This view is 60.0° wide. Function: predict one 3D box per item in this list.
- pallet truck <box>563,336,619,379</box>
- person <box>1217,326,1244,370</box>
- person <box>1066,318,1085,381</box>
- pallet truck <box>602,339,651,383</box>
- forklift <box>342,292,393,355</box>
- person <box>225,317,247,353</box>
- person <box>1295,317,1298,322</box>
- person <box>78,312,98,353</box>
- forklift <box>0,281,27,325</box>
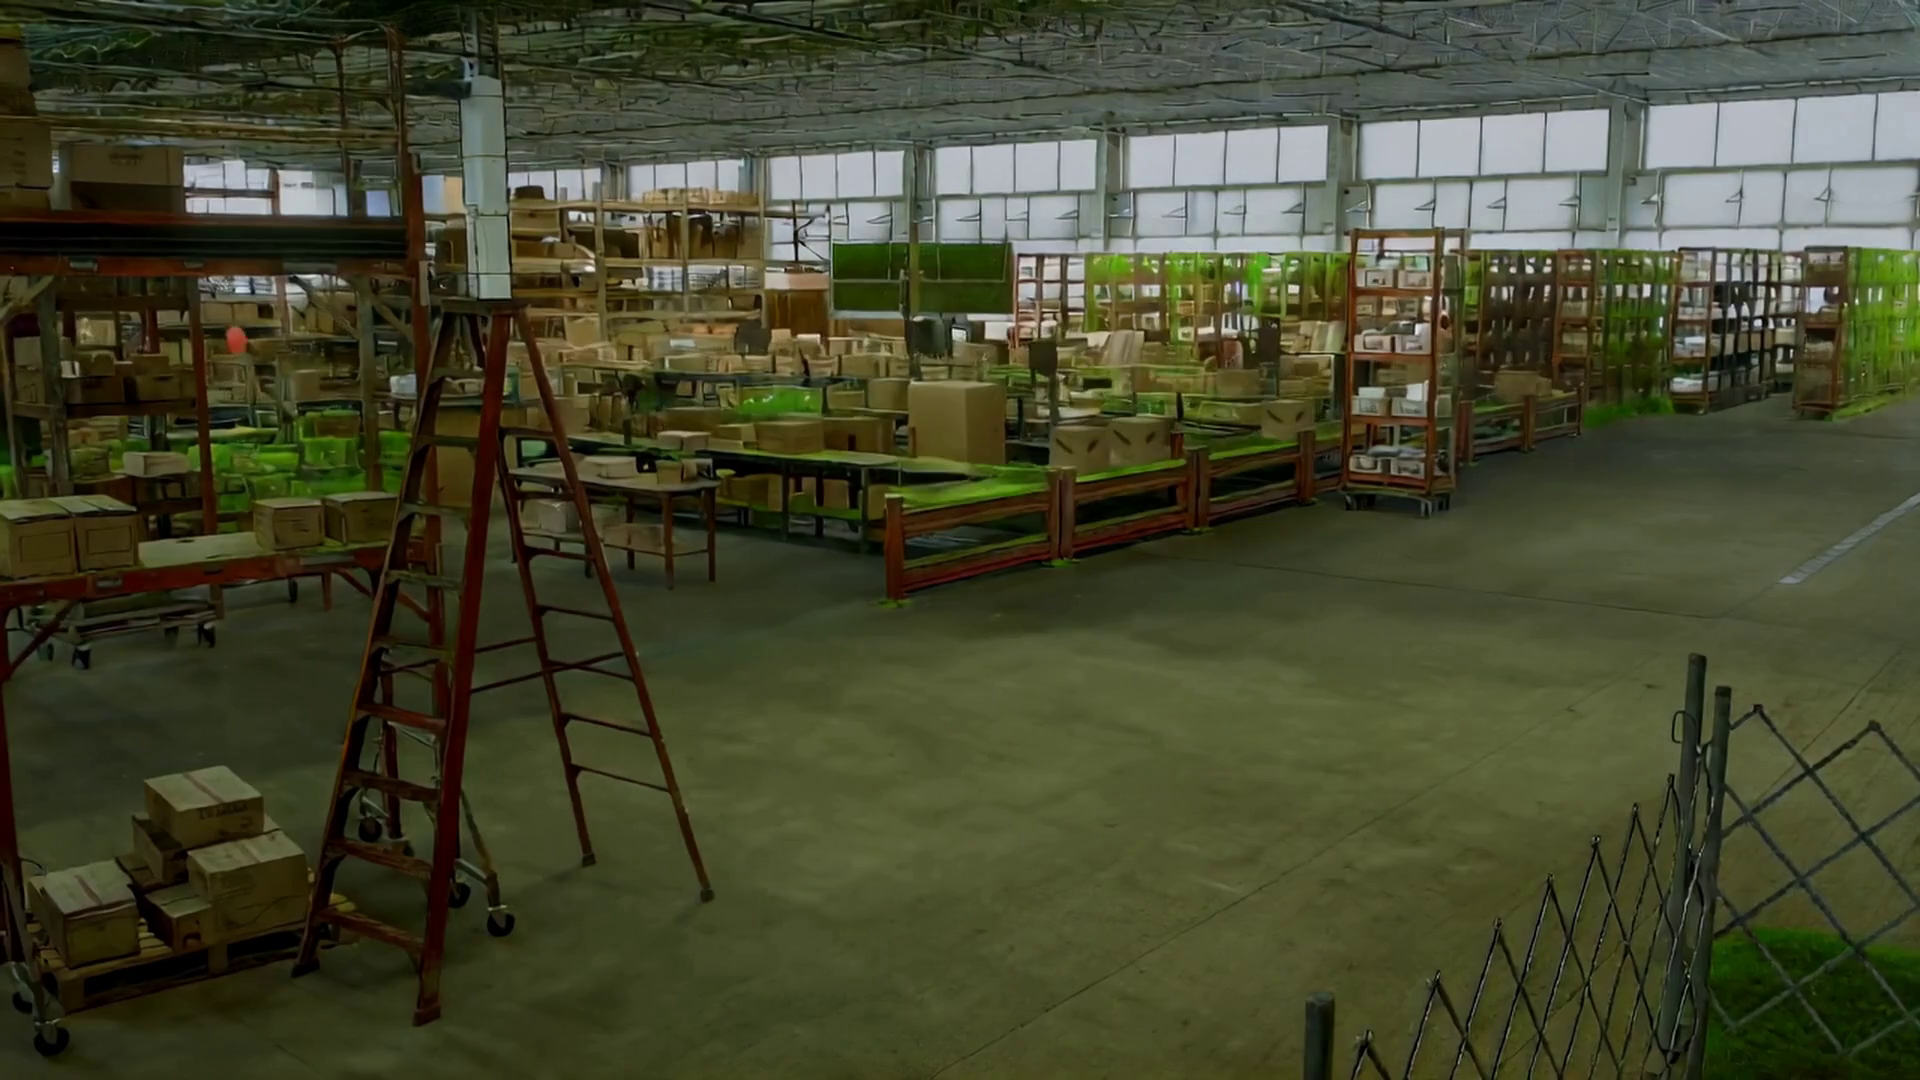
[{"bbox_3d":[-10.690,-5.294,48.215,1.601,1.201,0.680,-5,10,-26],"label":"pallet truck"},{"bbox_3d":[6.171,-3.953,37.962,0.600,1.831,0.404,3,9,16],"label":"person"},{"bbox_3d":[3.103,-4.870,43.586,0.895,1.870,0.643,9,13,44],"label":"person"},{"bbox_3d":[-8.991,-4.871,45.351,0.653,1.274,1.630,7,11,37],"label":"pallet truck"},{"bbox_3d":[-16.485,-5.622,45.120,1.129,2.768,1.873,7,11,37],"label":"forklift"},{"bbox_3d":[-19.143,-4.956,44.094,0.664,1.888,0.614,4,10,22],"label":"person"},{"bbox_3d":[10.280,-6.050,50.590,0.415,1.985,0.611,7,11,37],"label":"person"},{"bbox_3d":[-29.345,-6.865,55.958,0.985,1.901,0.564,-8,12,-42],"label":"person"},{"bbox_3d":[-25.720,-5.589,44.911,1.873,2.768,1.129,7,11,37],"label":"forklift"}]
